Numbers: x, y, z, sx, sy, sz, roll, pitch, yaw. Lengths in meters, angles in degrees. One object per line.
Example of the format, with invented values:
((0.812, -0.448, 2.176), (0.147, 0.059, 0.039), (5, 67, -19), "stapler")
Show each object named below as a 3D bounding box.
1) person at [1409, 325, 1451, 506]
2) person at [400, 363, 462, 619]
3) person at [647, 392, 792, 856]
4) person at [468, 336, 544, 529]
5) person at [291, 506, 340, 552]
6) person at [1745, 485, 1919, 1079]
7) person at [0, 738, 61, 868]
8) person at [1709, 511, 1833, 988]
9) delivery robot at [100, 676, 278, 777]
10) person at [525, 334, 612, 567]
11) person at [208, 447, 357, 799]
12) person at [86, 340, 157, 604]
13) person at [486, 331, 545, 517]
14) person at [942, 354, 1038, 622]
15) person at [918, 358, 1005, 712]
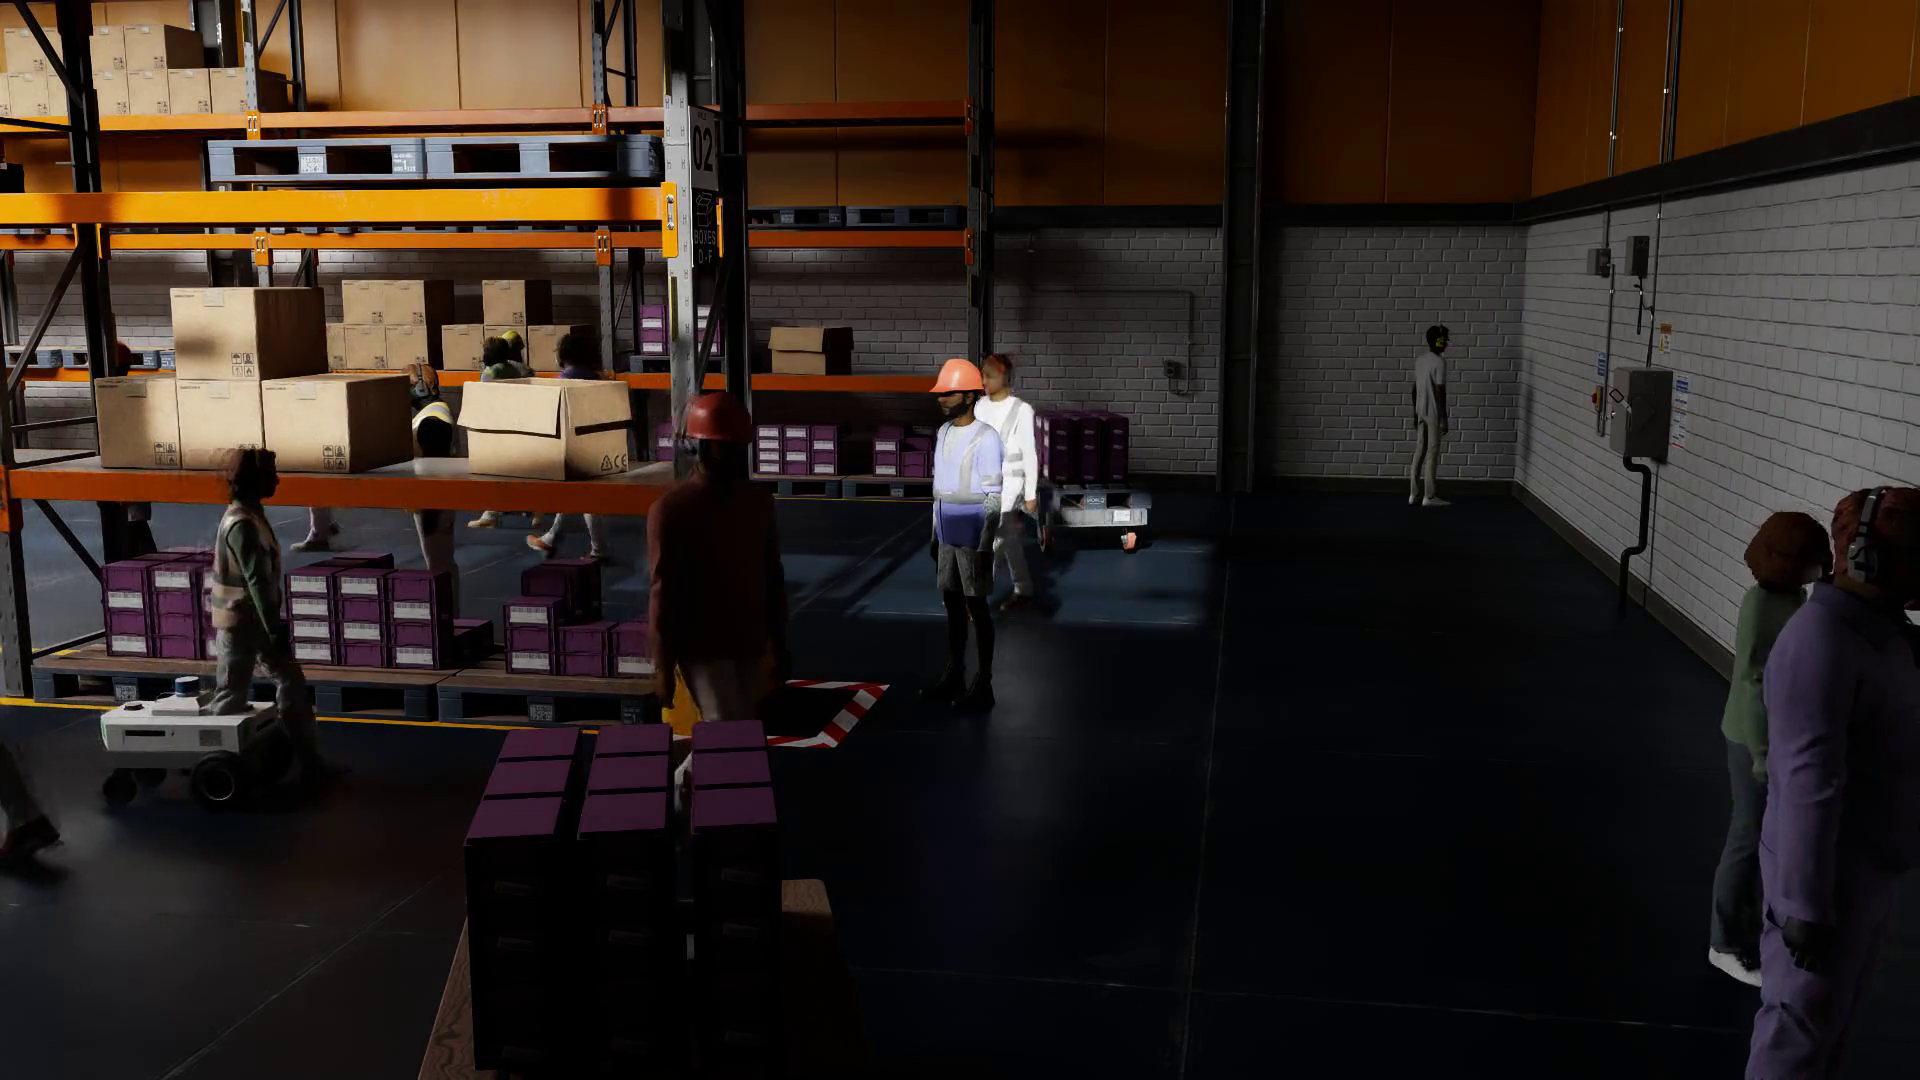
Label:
((4.861, -1.278, 17.159), (0.310, 1.864, 0.533), (-3, 10, -20), "person")
((-3.402, -0.215, 10.666), (0.429, 1.837, 0.625), (-4, 10, -21), "person")
((-0.975, 0.392, 6.508), (0.922, 1.966, 0.623), (8, 12, 39), "person")
((-4.223, -0.978, 15.442), (0.784, 1.823, 0.629), (1, 9, 7), "person")
((-5.591, -0.871, 14.253), (0.422, 1.981, 0.651), (-3, 10, -16), "person")
((2.174, 0.813, 4.056), (0.399, 1.909, 0.642), (8, 12, 41), "person")
((-4.157, 0.409, 6.642), (1.016, 1.891, 0.626), (1, 9, 9), "person")
((2.799, 0.697, 5.712), (0.310, 1.614, 0.596), (8, 12, 39), "person")
((-3.520, 0.868, 7.603), (0.707, 0.478, 0.477), (0, 9, 2), "delivery robot")
((-3.261, -0.729, 13.641), (0.957, 1.896, 0.656), (3, 10, 20), "person")
((-3.132, 0.388, 7.595), (0.747, 1.610, 0.530), (-2, 9, -14), "person")
((-5.976, -0.464, 11.879), (0.542, 1.939, 0.366), (9, 13, 44), "person")
((-4.394, -1.143, 16.418), (0.588, 1.834, 0.403), (3, 10, 17), "person")
((0.198, -0.361, 11.562), (0.988, 1.830, 0.583), (-7, 12, -38), "person")
((0.005, -0.027, 9.166), (0.360, 1.939, 0.543), (-7, 11, -35), "person")
